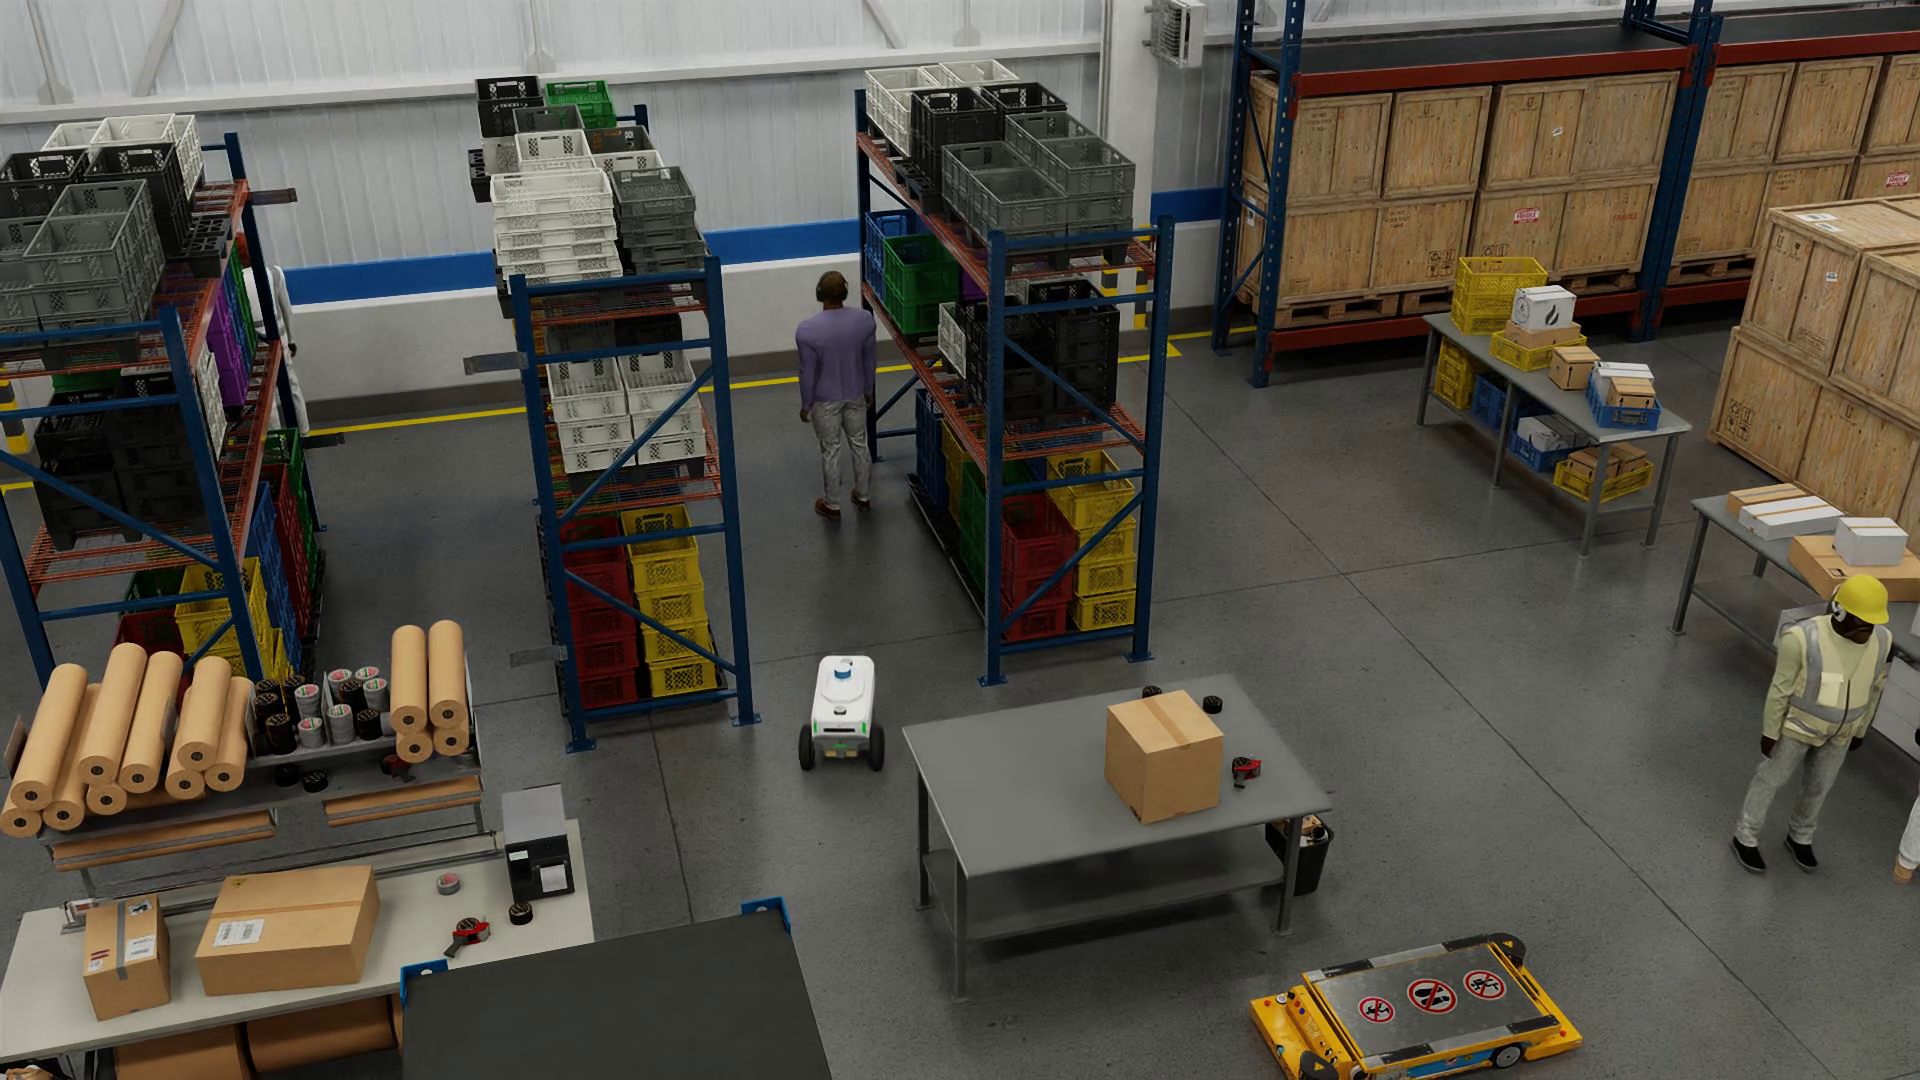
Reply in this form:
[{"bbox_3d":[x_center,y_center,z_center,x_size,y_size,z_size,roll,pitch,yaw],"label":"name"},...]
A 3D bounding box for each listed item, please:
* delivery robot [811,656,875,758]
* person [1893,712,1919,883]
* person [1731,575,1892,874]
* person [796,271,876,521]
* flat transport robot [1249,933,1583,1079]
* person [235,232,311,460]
[{"bbox_3d":[-0.698,0.964,9.992,0.477,0.478,0.707,0,29,1],"label":"delivery robot"},{"bbox_3d":[5.292,1.049,8.607,0.633,1.839,0.429,24,37,36],"label":"person"},{"bbox_3d":[4.525,0.971,8.772,0.597,1.824,0.403,-1,29,-2],"label":"person"},{"bbox_3d":[-0.911,-1.067,12.357,0.628,1.940,0.378,-14,32,-24],"label":"person"},{"bbox_3d":[2.184,2.282,7.980,1.431,0.197,0.652,-8,30,-14],"label":"flat transport robot"},{"bbox_3d":[-5.566,-1.543,13.280,0.361,1.882,0.574,23,36,35],"label":"person"}]
